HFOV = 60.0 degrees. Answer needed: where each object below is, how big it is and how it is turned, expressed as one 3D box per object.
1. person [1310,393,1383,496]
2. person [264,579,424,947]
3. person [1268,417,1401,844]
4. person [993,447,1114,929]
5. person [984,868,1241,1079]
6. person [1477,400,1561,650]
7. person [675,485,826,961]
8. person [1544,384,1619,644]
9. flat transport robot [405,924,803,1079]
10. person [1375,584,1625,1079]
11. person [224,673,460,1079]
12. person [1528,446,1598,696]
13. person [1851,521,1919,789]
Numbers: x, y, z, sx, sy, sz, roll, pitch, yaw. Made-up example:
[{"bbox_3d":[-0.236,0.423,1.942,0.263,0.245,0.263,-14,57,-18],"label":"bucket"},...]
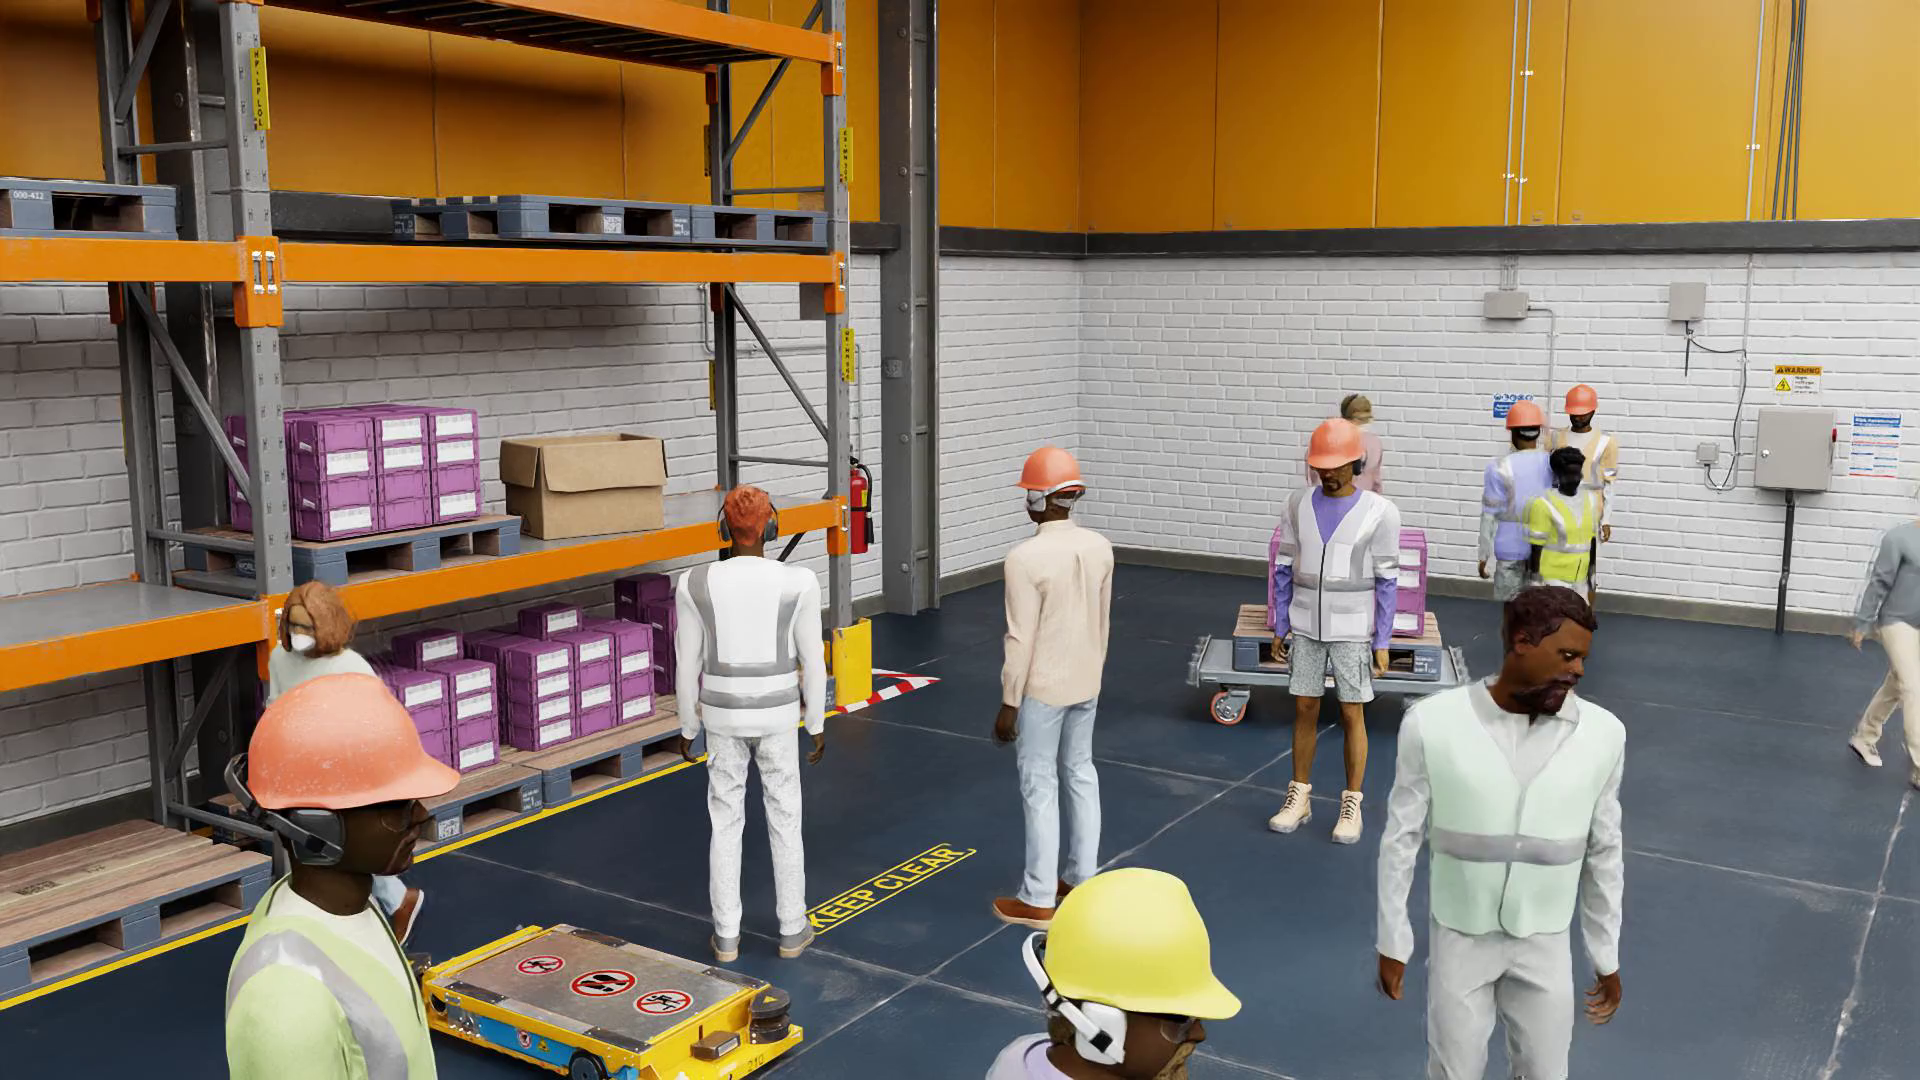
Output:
[{"bbox_3d":[2.700,-0.065,11.521,0.651,1.916,0.484,-5,10,-27],"label":"person"},{"bbox_3d":[-2.331,0.907,6.264,0.551,1.600,0.732,4,10,27],"label":"person"},{"bbox_3d":[1.768,0.430,7.940,0.605,2.036,0.388,6,10,33],"label":"person"},{"bbox_3d":[0.382,0.608,6.916,0.391,1.993,0.620,9,12,44],"label":"person"},{"bbox_3d":[0.213,1.375,2.477,0.404,1.827,0.588,-2,9,-11],"label":"person"},{"bbox_3d":[3.619,0.058,10.712,0.565,1.918,0.398,0,9,2],"label":"person"},{"bbox_3d":[-0.816,0.720,6.544,0.584,1.883,0.337,-1,9,-3],"label":"person"},{"bbox_3d":[4.547,-0.188,12.300,0.543,1.931,0.371,6,10,33],"label":"person"},{"bbox_3d":[-1.317,1.631,5.844,1.431,0.197,0.652,6,10,32],"label":"flat transport robot"},{"bbox_3d":[1.422,1.046,4.425,0.640,1.893,0.373,0,9,3],"label":"person"},{"bbox_3d":[-0.989,1.222,2.764,0.377,2.045,0.605,-3,9,-17],"label":"person"},{"bbox_3d":[3.763,0.212,10.589,0.540,1.665,0.600,-4,10,-26],"label":"person"},{"bbox_3d":[5.081,0.453,8.878,0.558,1.697,0.912,-2,9,-10],"label":"person"}]
